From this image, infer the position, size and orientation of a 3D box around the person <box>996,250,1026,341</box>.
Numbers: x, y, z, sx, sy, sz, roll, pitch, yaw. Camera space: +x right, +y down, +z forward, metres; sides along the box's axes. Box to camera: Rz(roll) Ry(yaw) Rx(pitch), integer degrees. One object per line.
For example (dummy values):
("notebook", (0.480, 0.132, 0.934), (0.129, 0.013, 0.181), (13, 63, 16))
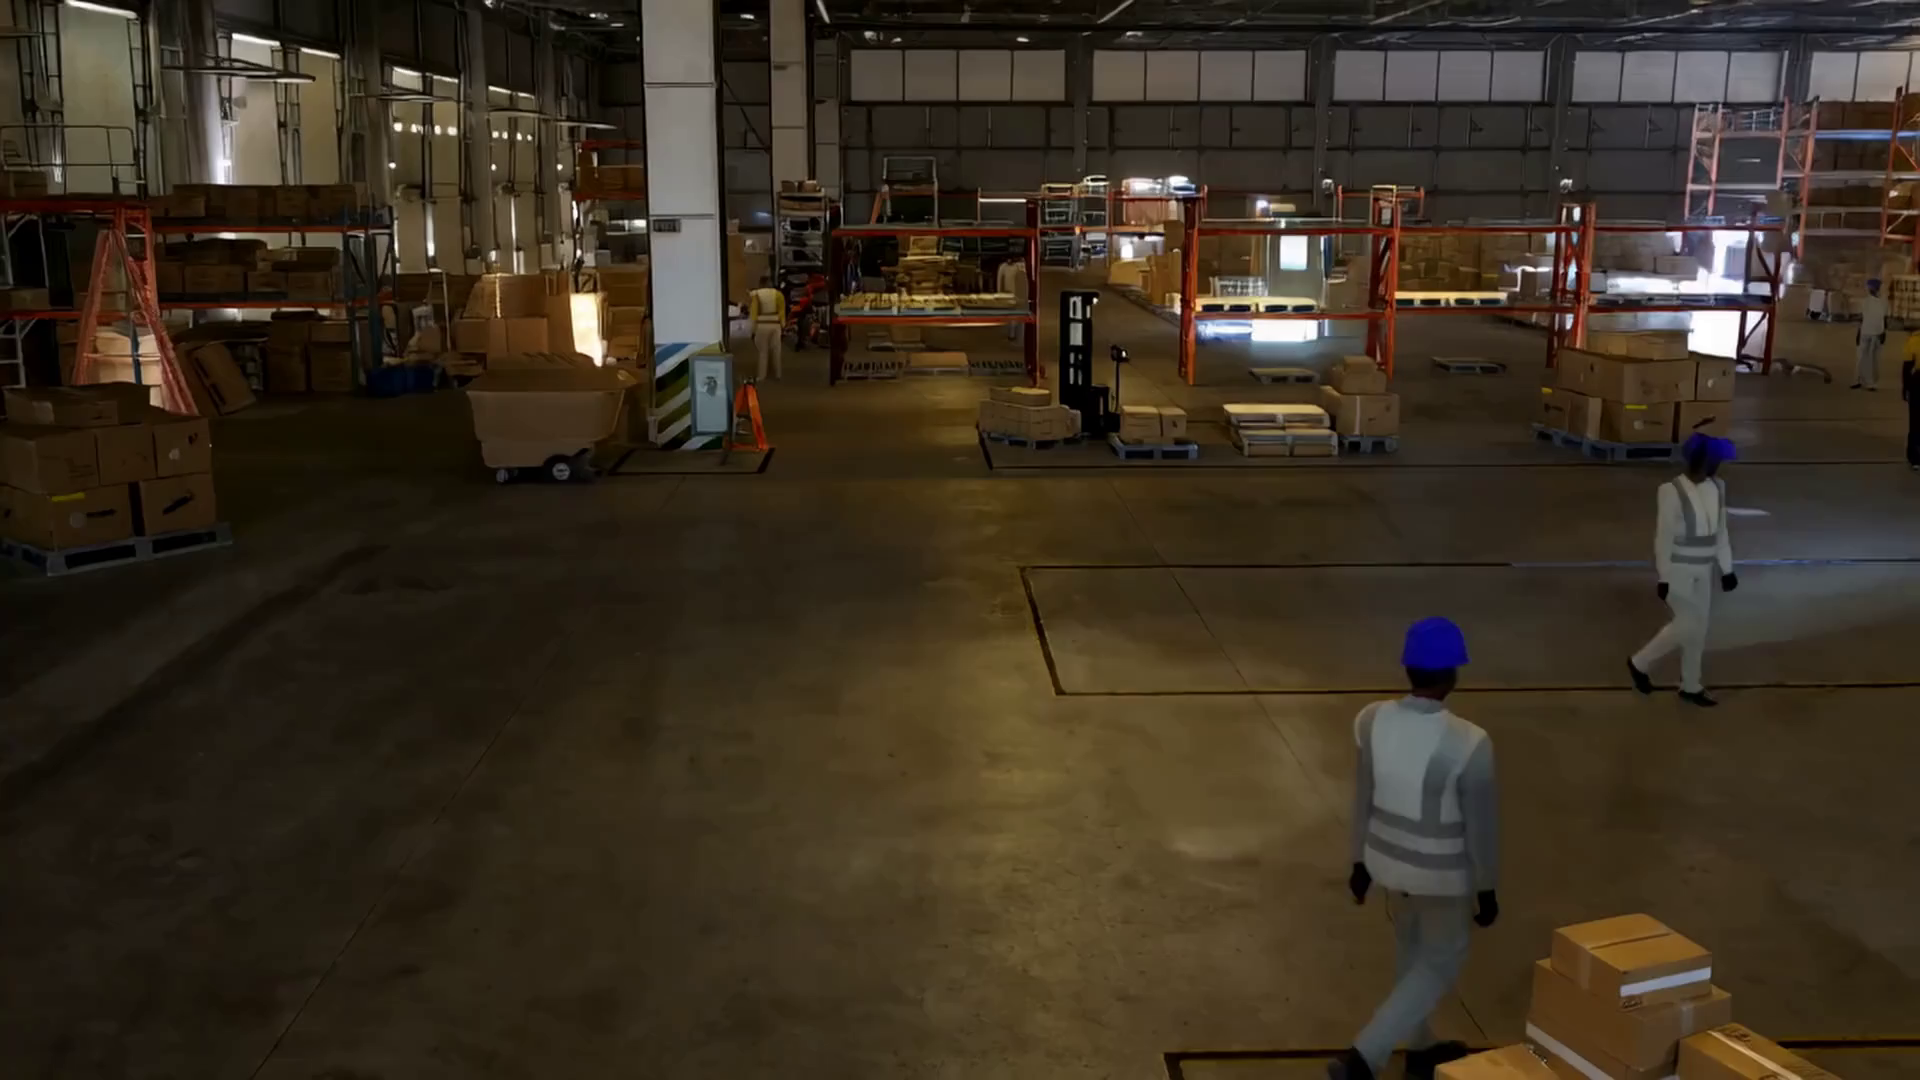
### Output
("person", (1.057, -5.176, 35.298), (0.661, 1.901, 0.917), (5, 14, 23))

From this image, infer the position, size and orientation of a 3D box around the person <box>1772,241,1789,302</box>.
("person", (22.585, -7.406, 45.844), (0.536, 1.699, 0.322), (-7, 15, -30))

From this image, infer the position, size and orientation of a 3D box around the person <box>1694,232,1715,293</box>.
("person", (20.239, -7.401, 45.293), (0.619, 1.941, 1.039), (-5, 13, -21))

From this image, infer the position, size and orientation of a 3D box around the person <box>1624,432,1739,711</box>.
("person", (4.865, 0.204, 11.114), (0.595, 1.866, 0.531), (-8, 15, -31))

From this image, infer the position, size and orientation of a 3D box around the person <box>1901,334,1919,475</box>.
("person", (11.612, -1.813, 19.817), (0.703, 2.000, 0.901), (8, 15, 32))

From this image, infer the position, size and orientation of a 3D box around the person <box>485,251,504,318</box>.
("person", (-11.471, -6.267, 40.867), (0.515, 1.633, 0.312), (10, 16, 38))

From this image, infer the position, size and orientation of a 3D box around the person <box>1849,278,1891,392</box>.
("person", (14.914, -3.358, 27.215), (0.324, 1.858, 0.531), (-7, 14, -28))

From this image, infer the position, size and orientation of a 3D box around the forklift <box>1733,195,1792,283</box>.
("forklift", (26.076, -9.671, 53.385), (1.873, 2.768, 1.129), (0, 12, 1))

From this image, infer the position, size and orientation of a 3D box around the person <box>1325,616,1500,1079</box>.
("person", (1.702, 1.241, 6.305), (0.816, 1.926, 0.611), (-8, 15, -31))

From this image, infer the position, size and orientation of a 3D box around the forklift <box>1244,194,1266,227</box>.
("forklift", (9.686, -9.998, 54.863), (1.873, 2.768, 1.129), (10, 16, 37))

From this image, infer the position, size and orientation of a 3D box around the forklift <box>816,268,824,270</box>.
("forklift", (-4.846, -8.616, 48.621), (1.873, 2.768, 1.129), (0, 12, -2))

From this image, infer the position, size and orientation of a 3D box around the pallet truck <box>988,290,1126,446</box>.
("pallet truck", (1.257, -2.299, 22.111), (1.885, 1.965, 0.823), (-9, 15, -35))

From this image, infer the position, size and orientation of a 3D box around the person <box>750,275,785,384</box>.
("person", (-3.279, -3.578, 28.255), (0.619, 1.839, 0.430), (-6, 14, -24))

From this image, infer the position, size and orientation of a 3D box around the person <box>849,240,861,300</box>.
("person", (-2.908, -7.444, 46.045), (0.321, 1.689, 0.530), (-1, 13, -5))

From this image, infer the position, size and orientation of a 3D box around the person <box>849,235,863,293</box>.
("person", (-3.129, -8.333, 49.547), (0.392, 1.919, 0.581), (-11, 16, -40))

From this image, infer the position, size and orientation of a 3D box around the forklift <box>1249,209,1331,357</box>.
("forklift", (6.522, -5.084, 32.677), (1.129, 2.768, 1.873), (7, 14, 29))
